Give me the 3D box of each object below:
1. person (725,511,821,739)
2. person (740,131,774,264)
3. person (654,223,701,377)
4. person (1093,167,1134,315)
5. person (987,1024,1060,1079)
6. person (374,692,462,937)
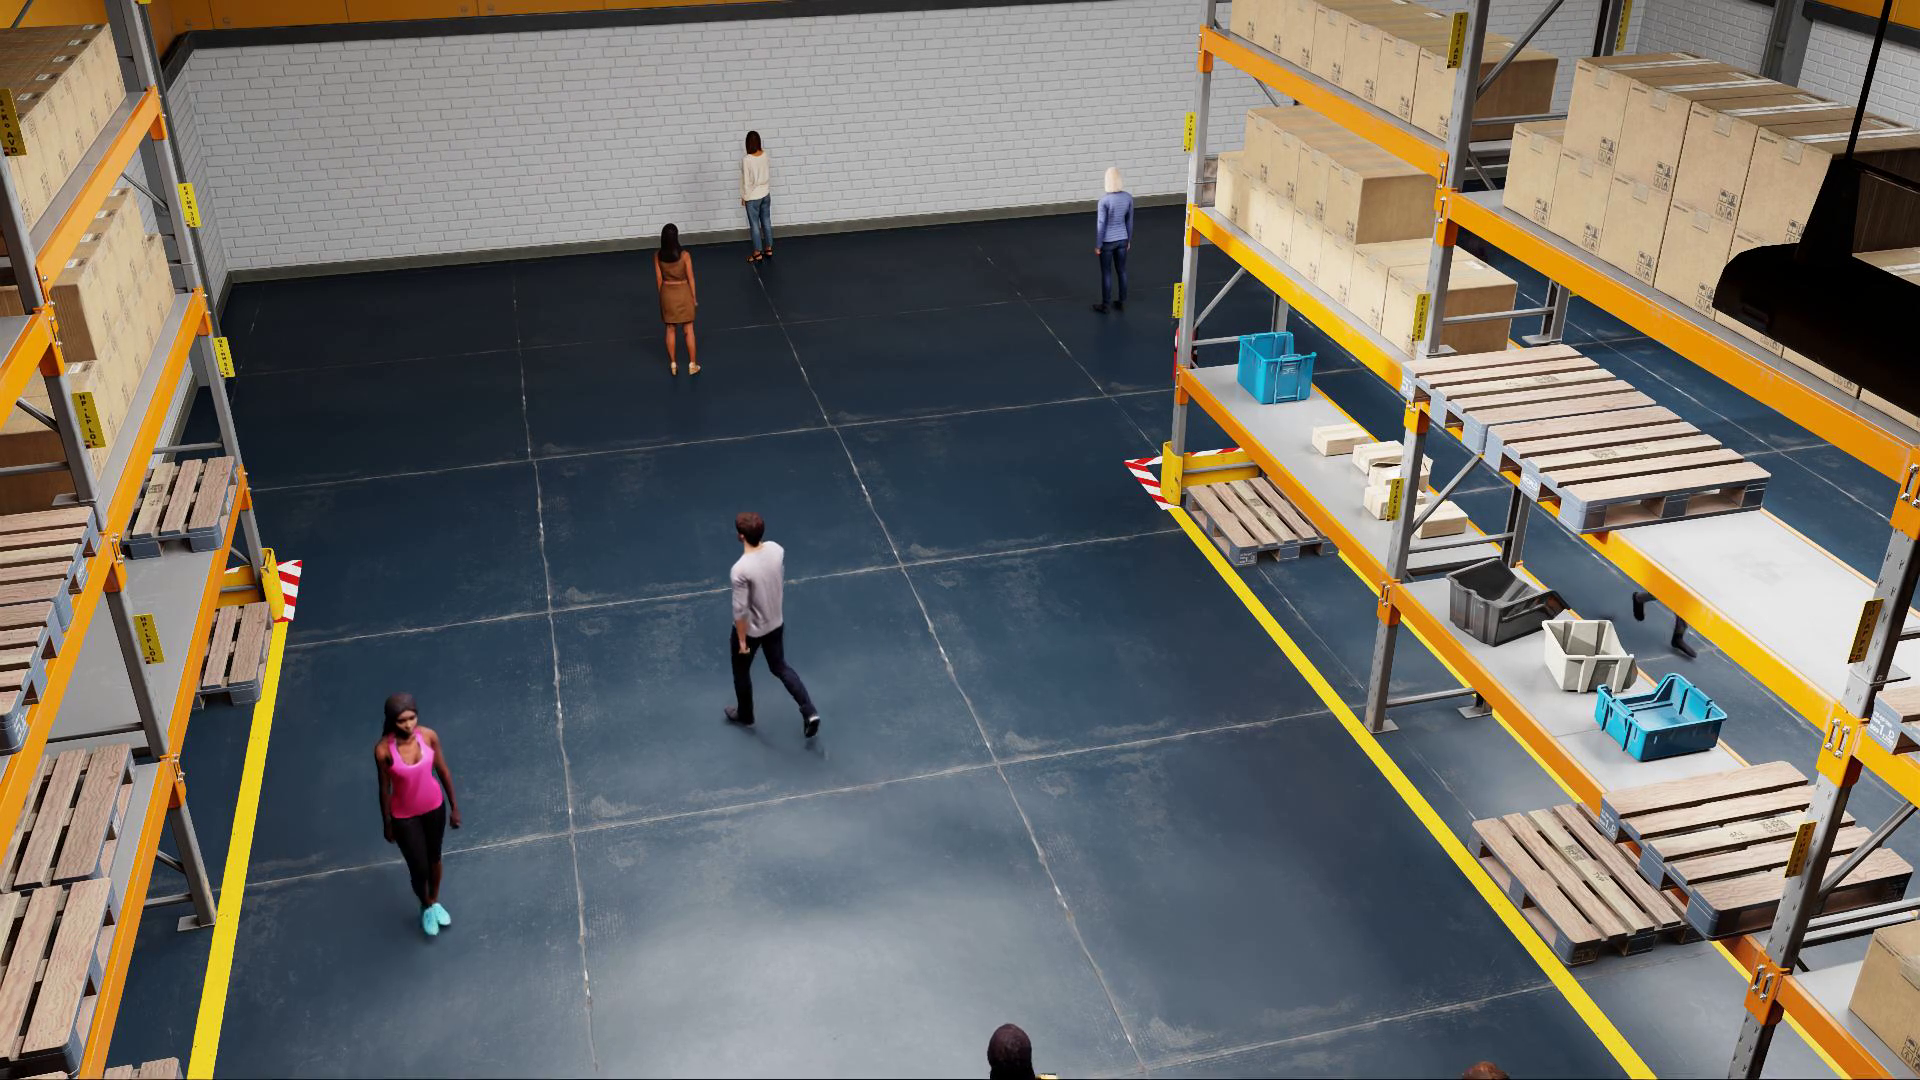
[{"bbox_3d":[-1.360,0.636,11.846,1.186,1.816,1.011,24,37,37],"label":"person"},{"bbox_3d":[-2.586,-4.380,21.183,0.721,1.682,0.702,22,36,35],"label":"person"},{"bbox_3d":[-3.046,-2.584,17.882,0.623,1.690,0.602,1,29,2],"label":"person"},{"bbox_3d":[1.810,-3.522,19.548,0.684,1.741,0.614,-14,31,-23],"label":"person"},{"bbox_3d":[0.265,2.985,7.727,0.704,1.637,0.818,-6,29,-11],"label":"person"},{"bbox_3d":[-3.337,1.619,10.152,0.690,1.712,0.724,-20,34,-32],"label":"person"}]
